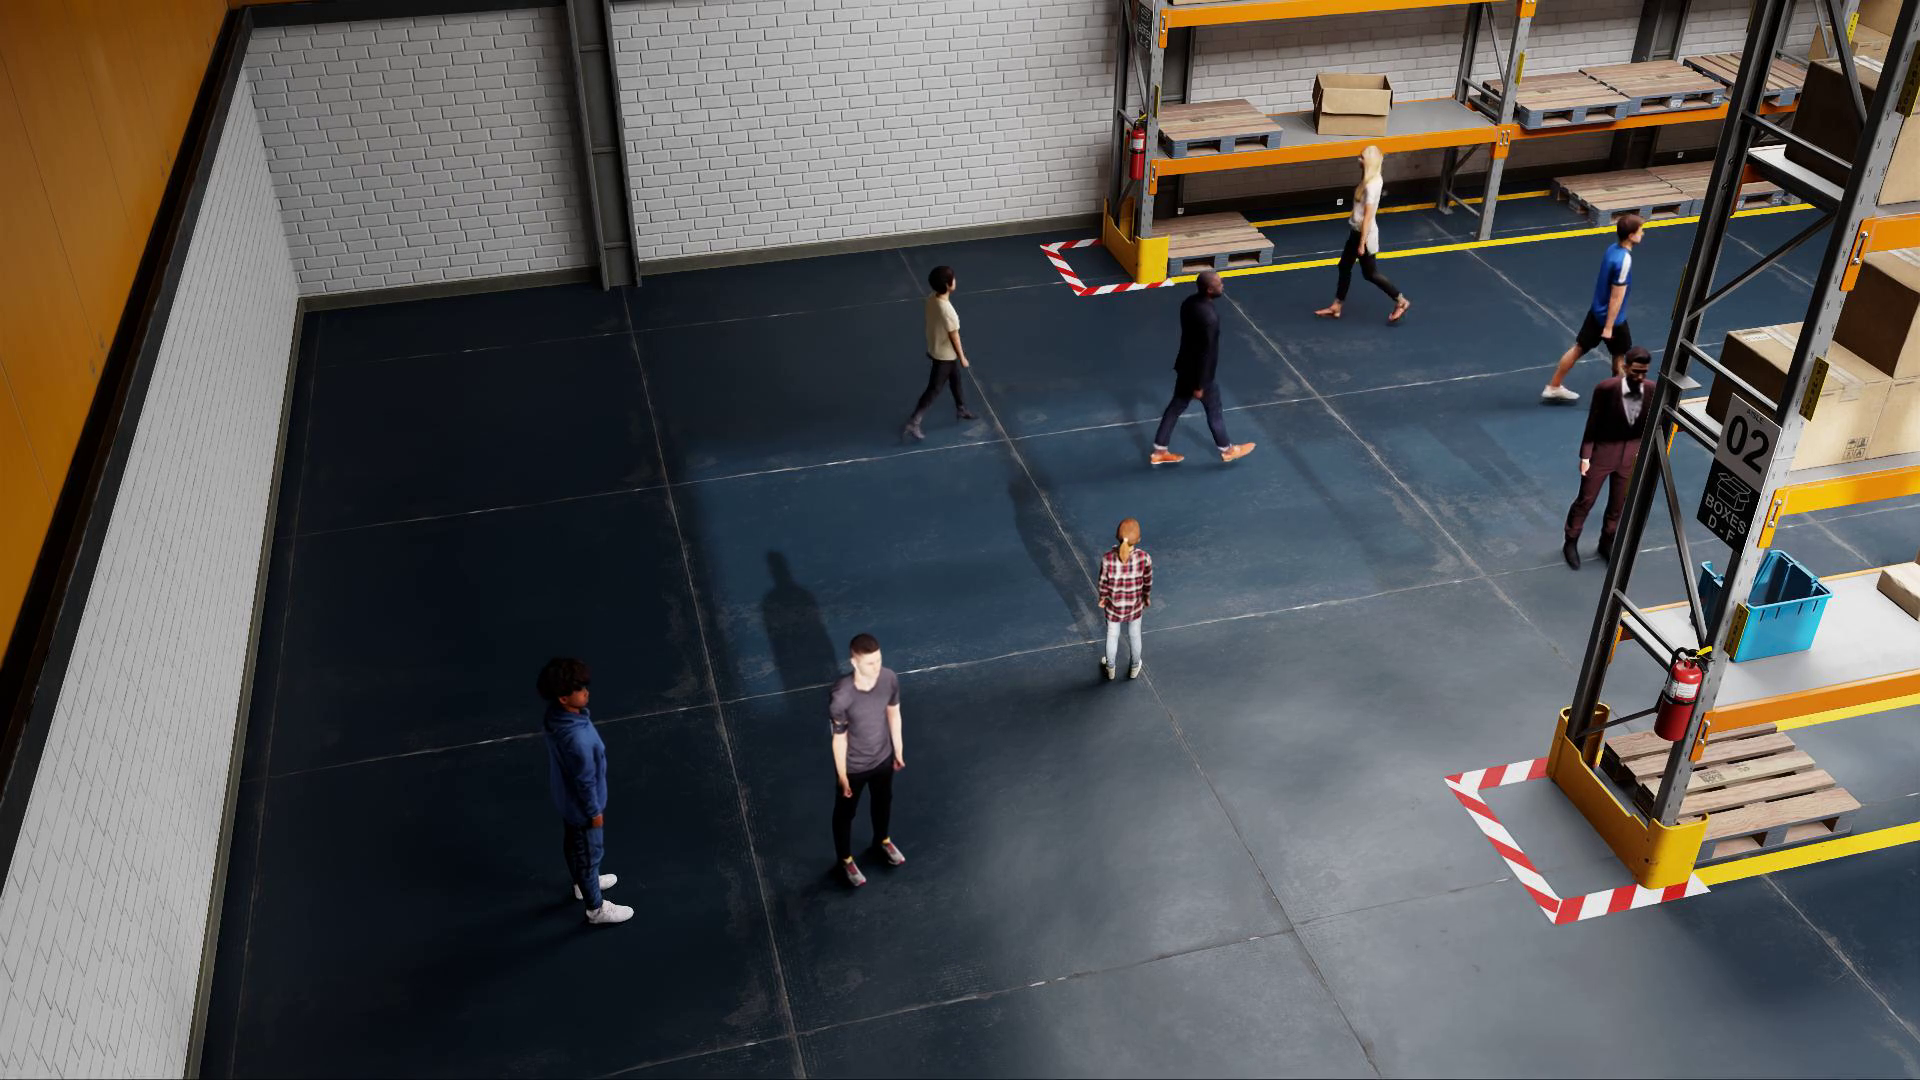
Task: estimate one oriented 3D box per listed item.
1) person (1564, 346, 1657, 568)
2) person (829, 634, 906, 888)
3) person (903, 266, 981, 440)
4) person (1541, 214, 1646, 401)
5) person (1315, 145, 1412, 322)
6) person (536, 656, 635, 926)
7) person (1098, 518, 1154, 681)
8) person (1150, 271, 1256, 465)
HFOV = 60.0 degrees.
[{"bbox_3d":[4.973,-0.648,12.659,0.619,1.859,0.792,1,34,1],"label":"person"},{"bbox_3d":[-0.567,1.276,9.854,0.602,1.761,0.759,-21,39,-29],"label":"person"},{"bbox_3d":[-0.213,-1.571,14.327,1.024,1.550,0.672,-13,36,-18],"label":"person"},{"bbox_3d":[5.640,-1.999,14.728,1.285,1.820,0.911,1,34,1],"label":"person"},{"bbox_3d":[4.035,-2.933,16.155,1.219,1.796,0.902,3,34,5],"label":"person"},{"bbox_3d":[-2.190,1.439,9.570,0.619,1.804,0.710,-15,36,-21],"label":"person"},{"bbox_3d":[1.146,0.410,11.568,0.536,1.305,0.645,1,34,1],"label":"person"},{"bbox_3d":[1.882,-1.377,13.836,1.130,1.772,0.759,-6,34,-9],"label":"person"}]
